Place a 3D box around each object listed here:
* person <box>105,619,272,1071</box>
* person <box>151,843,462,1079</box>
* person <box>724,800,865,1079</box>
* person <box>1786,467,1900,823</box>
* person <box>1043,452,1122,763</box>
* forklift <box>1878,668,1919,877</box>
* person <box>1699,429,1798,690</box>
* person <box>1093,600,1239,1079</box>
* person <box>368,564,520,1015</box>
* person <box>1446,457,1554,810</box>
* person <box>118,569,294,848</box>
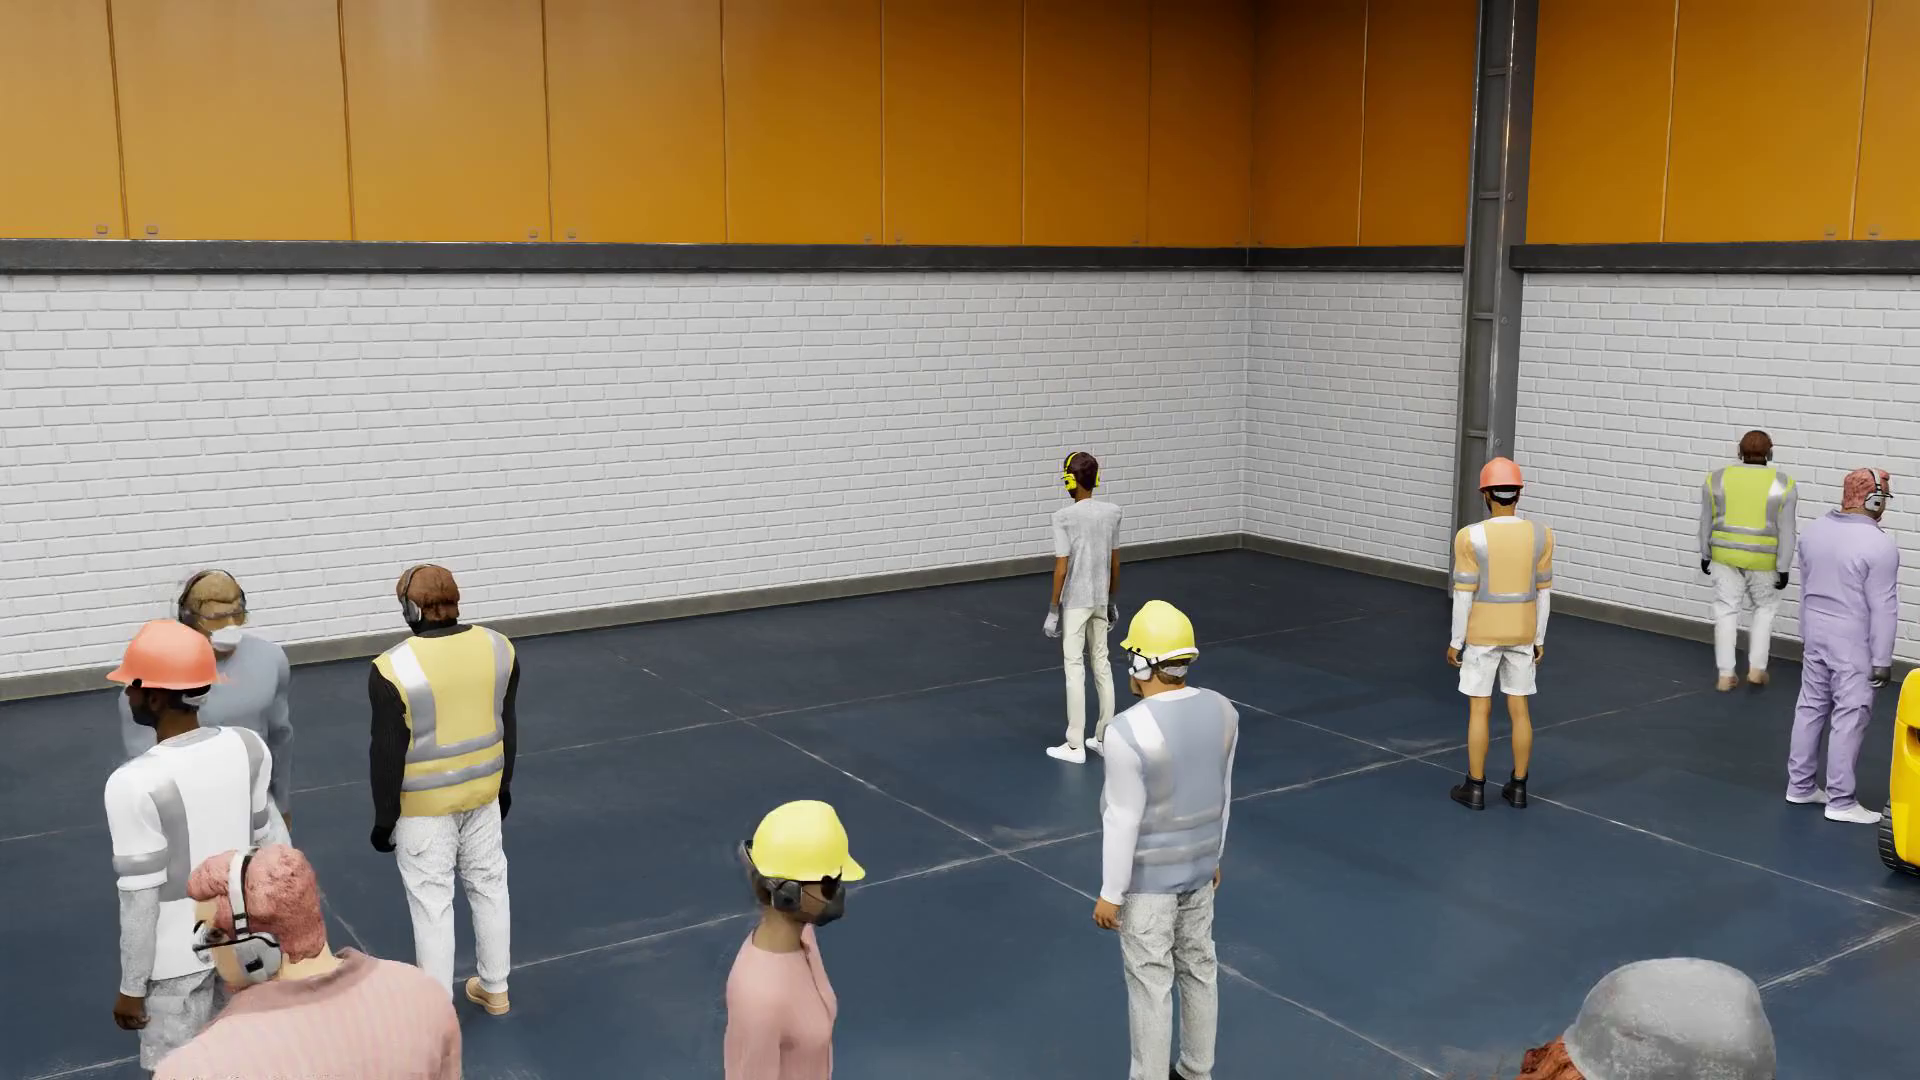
[{"bbox_3d":[-2.283,1.188,4.943,0.346,1.942,0.550,3,10,20],"label":"person"},{"bbox_3d":[-1.325,1.495,3.317,0.510,1.871,0.666,6,11,31],"label":"person"},{"bbox_3d":[-0.417,1.458,3.885,0.429,1.751,0.538,0,9,3],"label":"person"},{"bbox_3d":[4.756,0.556,8.895,0.404,1.900,0.645,-2,10,-14],"label":"person"},{"bbox_3d":[0.725,0.400,9.931,0.520,1.865,0.328,-6,11,-32],"label":"person"},{"bbox_3d":[5.511,0.571,7.906,2.313,2.155,1.214,-6,11,-33],"label":"forklift"},{"bbox_3d":[5.523,0.131,11.661,0.650,1.823,0.597,7,11,35],"label":"person"},{"bbox_3d":[0.684,1.115,5.714,0.591,1.834,0.404,-8,12,-39],"label":"person"},{"bbox_3d":[-1.996,0.998,6.416,0.429,1.838,0.622,8,12,39],"label":"person"},{"bbox_3d":[2.919,0.514,9.054,0.543,1.928,0.373,0,9,-3],"label":"person"},{"bbox_3d":[-2.615,1.041,5.971,0.983,1.886,0.668,7,12,38],"label":"person"}]
